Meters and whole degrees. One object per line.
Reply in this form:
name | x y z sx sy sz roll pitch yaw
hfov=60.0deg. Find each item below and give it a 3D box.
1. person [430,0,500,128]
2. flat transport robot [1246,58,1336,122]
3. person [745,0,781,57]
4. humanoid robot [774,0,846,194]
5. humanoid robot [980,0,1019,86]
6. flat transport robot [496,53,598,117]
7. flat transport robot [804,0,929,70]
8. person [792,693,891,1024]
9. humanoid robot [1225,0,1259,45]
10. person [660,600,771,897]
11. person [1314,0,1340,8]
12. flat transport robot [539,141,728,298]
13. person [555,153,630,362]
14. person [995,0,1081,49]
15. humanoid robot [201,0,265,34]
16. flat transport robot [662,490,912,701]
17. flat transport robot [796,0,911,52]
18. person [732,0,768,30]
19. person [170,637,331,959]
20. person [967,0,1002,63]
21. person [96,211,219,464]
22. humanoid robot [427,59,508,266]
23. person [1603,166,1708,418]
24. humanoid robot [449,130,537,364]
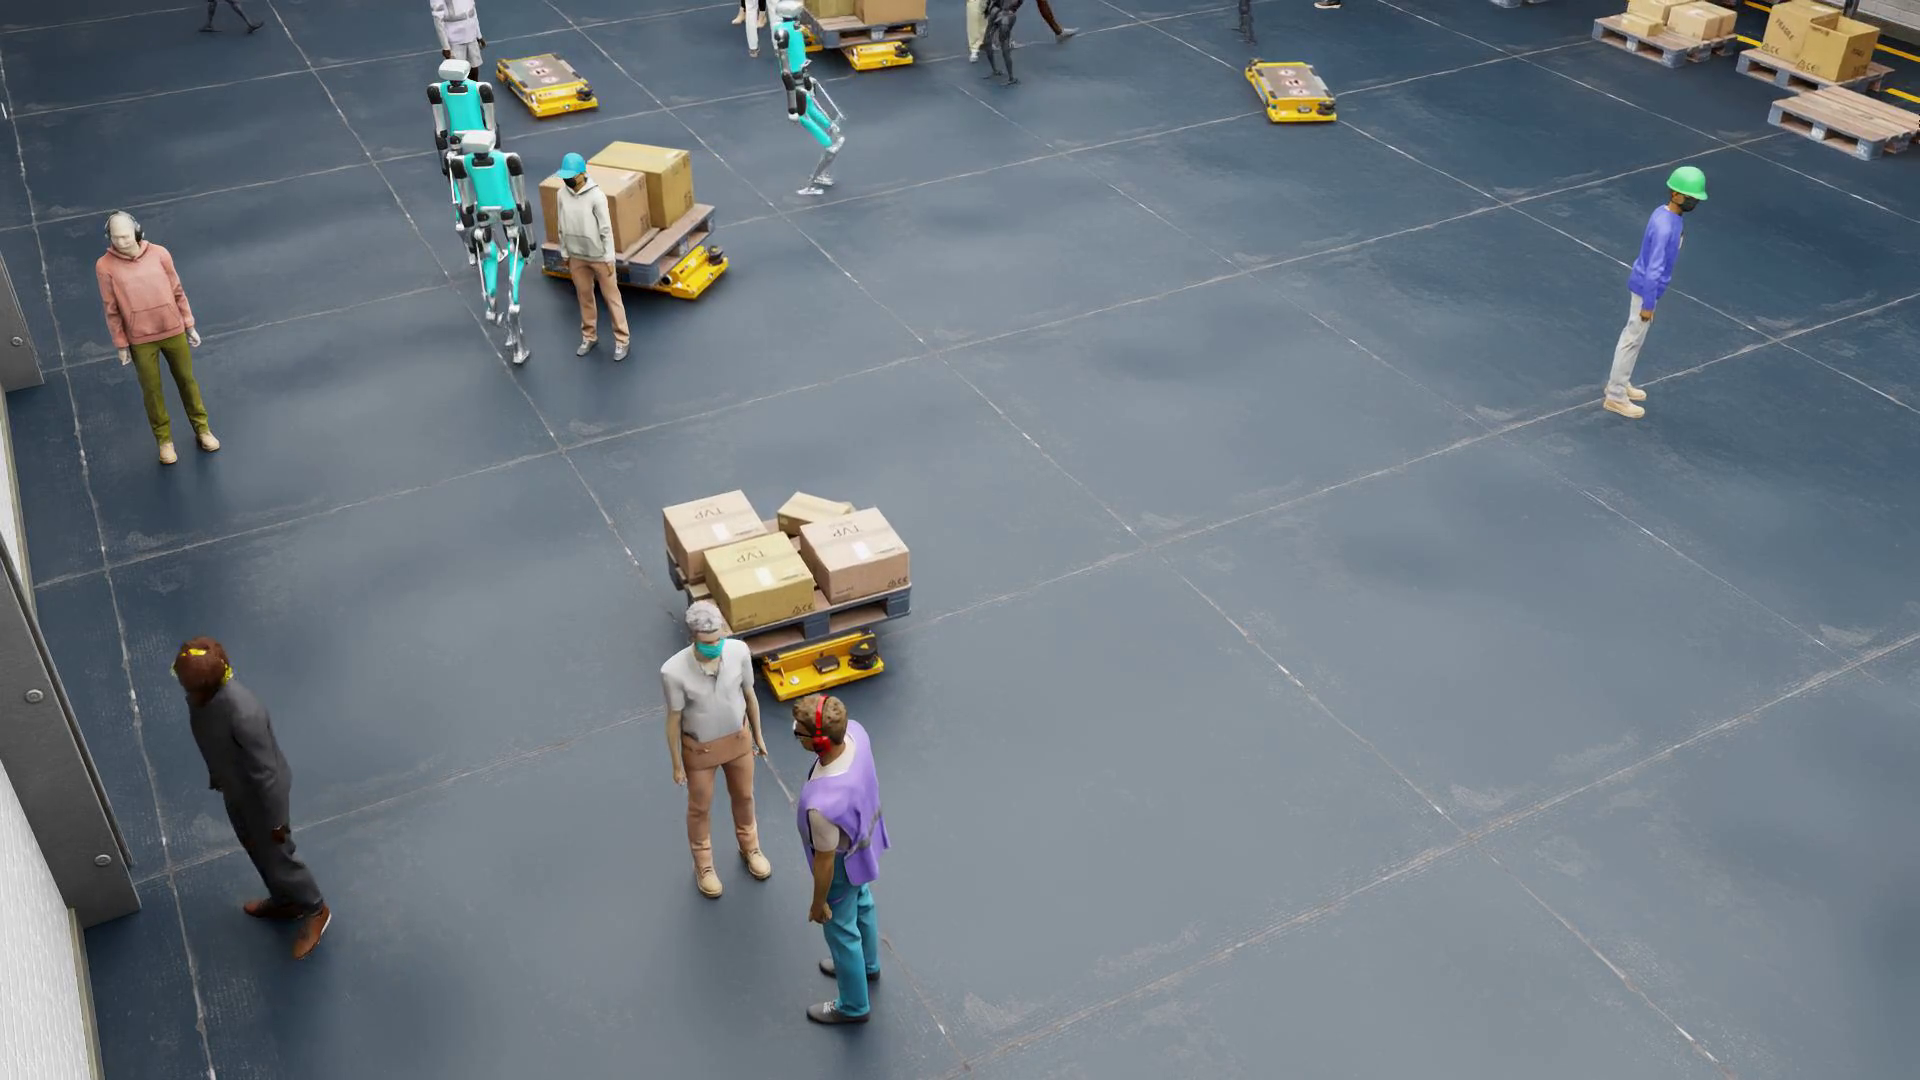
person | -4.891 -4.940 16.315 0.350 1.939 0.543 18 39 24
flat transport robot | 3.467 -4.727 17.465 0.659 0.231 1.431 -2 35 -3
person | -2.197 -6.249 18.239 0.578 1.878 0.357 0 35 0
humanoid robot | -1.308 -3.989 15.124 0.674 1.776 0.531 7 36 9
humanoid robot | 0.444 -5.615 17.513 0.363 1.645 0.601 -13 37 -18
flat transport robot | -4.398 -4.837 17.622 0.659 0.231 1.431 -18 39 -24
flat transport robot | -1.069 -5.647 18.778 0.659 0.231 1.431 -12 37 -16
person | -0.516 1.412 7.339 0.392 1.837 0.557 8 36 11
humanoid robot | 3.198 -6.428 18.680 0.551 1.645 0.601 27 43 33
person | -1.176 0.987 8.028 0.478 1.739 0.312 -18 39 -23
person | 4.480 -7.313 19.679 0.371 1.965 0.606 6 35 9
flat transport robot | -2.755 -2.357 14.080 1.431 0.231 0.659 11 37 15
person | -2.800 -2.122 12.531 0.457 1.667 0.387 10 36 14
person | 0.859 -6.359 18.386 0.998 1.889 0.565 1 35 2
humanoid robot | -8.472 -6.605 18.962 0.794 1.622 0.589 -4 35 -6
flat transport robot | -1.035 0.421 10.115 0.659 0.231 1.431 -15 38 -20
flat transport robot | -1.304 -5.863 19.087 1.431 0.231 0.659 -15 38 -20
person | -2.444 -6.745 19.102 0.529 1.693 0.321 20 40 26
person | -3.281 1.160 7.675 0.596 1.862 0.353 25 42 31
person | 0.226 -6.189 18.211 0.622 1.816 0.519 -12 37 -16
person | -5.494 -1.403 11.352 0.536 1.834 0.345 -22 41 -28
humanoid robot | -4.045 -3.023 13.636 0.533 1.677 0.735 -1 35 -1
person | 4.952 -1.780 11.867 0.368 1.867 0.460 15 38 20
humanoid robot | -3.491 -2.124 12.487 0.558 1.776 0.856 -1 35 -1
